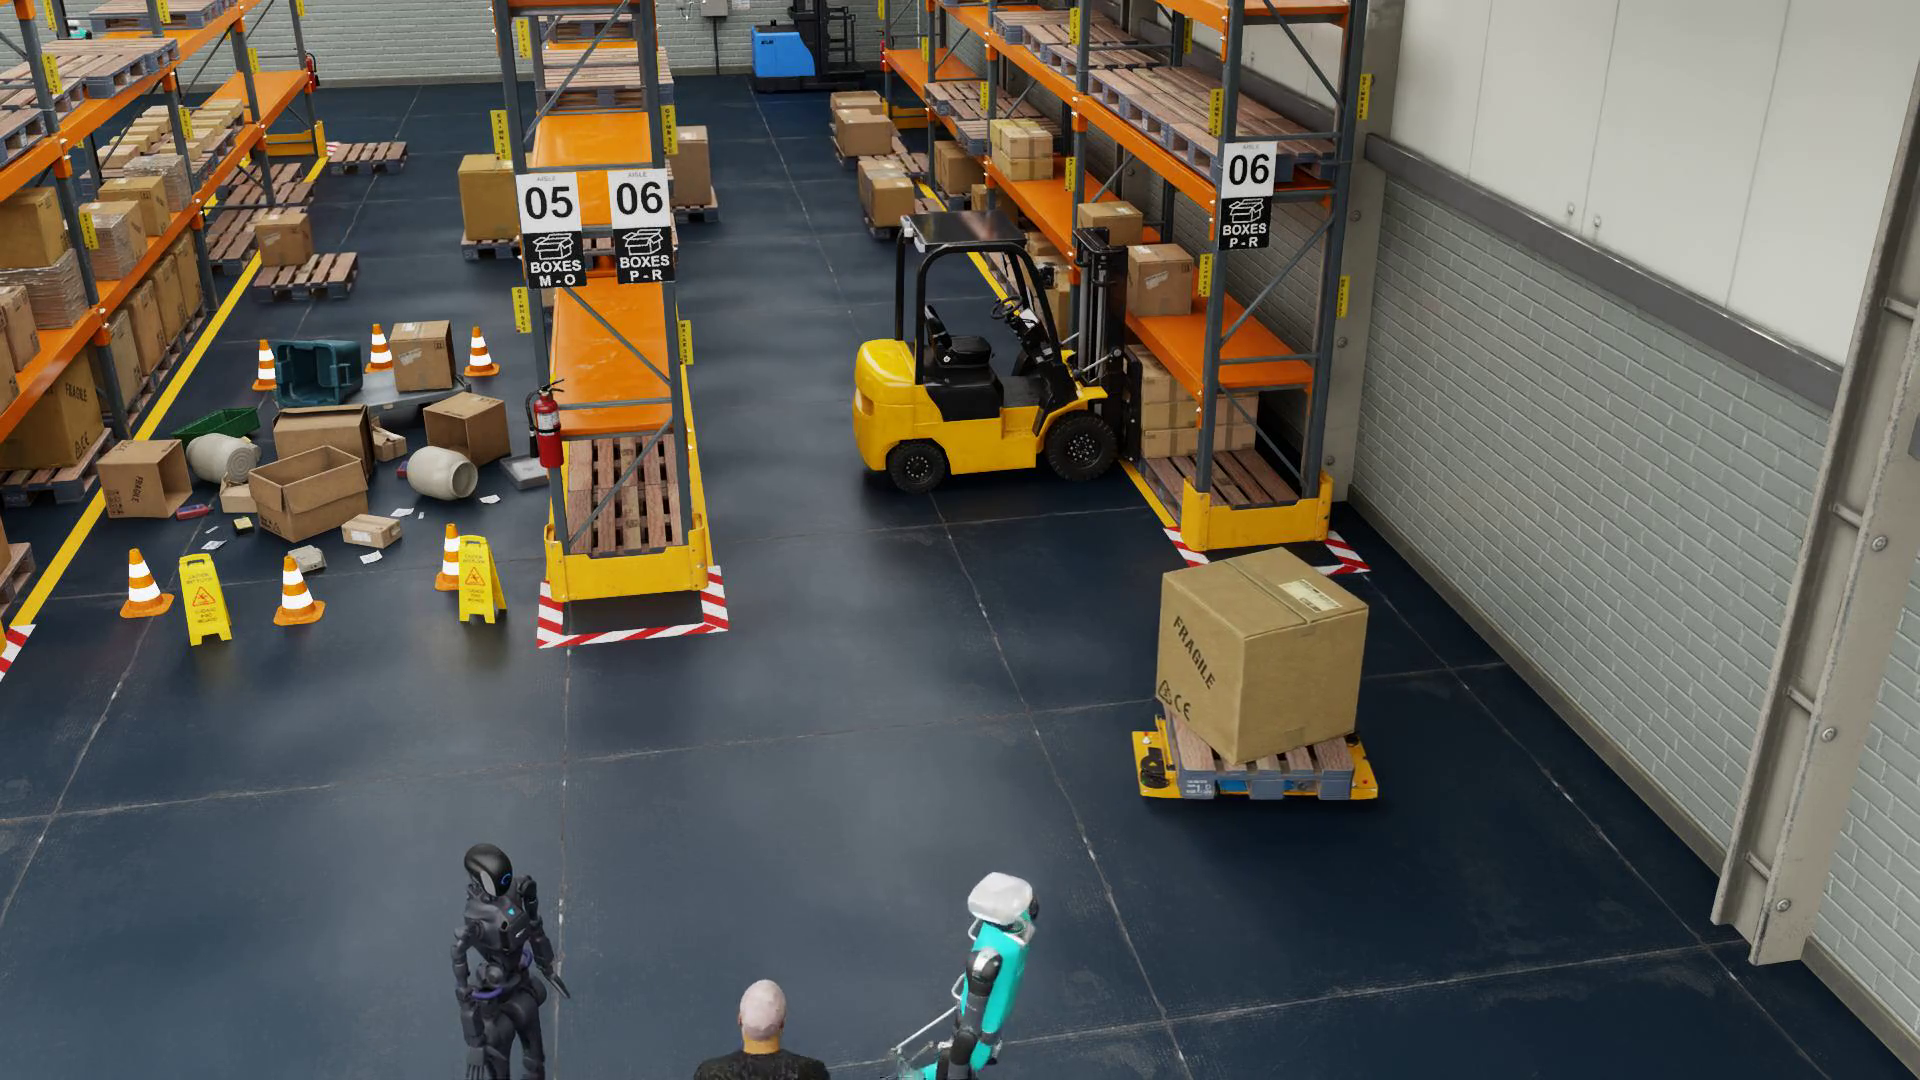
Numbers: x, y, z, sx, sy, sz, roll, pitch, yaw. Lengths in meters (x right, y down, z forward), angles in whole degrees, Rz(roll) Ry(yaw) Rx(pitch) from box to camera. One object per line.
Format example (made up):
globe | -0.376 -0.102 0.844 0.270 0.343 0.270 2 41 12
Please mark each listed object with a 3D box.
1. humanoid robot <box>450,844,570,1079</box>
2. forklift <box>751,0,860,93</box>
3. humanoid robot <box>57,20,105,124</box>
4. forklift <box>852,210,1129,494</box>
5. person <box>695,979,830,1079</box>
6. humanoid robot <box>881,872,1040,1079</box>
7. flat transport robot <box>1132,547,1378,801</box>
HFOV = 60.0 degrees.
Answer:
humanoid robot | -1.980 2.020 7.289 0.310 1.653 0.610 11 28 22
forklift | -2.872 -9.679 30.288 1.873 2.768 1.129 -5 26 -10
humanoid robot | -14.587 -7.743 27.526 0.550 1.729 0.981 -22 33 -38
forklift | 0.216 -1.659 14.366 2.313 2.155 1.214 -5 26 -10
person | -0.722 2.461 6.196 0.557 1.841 0.526 0 26 1
humanoid robot | -0.089 2.140 6.987 0.780 1.782 0.601 10 28 21
flat transport robot | 1.812 1.350 10.318 1.431 0.231 0.659 0 26 1
